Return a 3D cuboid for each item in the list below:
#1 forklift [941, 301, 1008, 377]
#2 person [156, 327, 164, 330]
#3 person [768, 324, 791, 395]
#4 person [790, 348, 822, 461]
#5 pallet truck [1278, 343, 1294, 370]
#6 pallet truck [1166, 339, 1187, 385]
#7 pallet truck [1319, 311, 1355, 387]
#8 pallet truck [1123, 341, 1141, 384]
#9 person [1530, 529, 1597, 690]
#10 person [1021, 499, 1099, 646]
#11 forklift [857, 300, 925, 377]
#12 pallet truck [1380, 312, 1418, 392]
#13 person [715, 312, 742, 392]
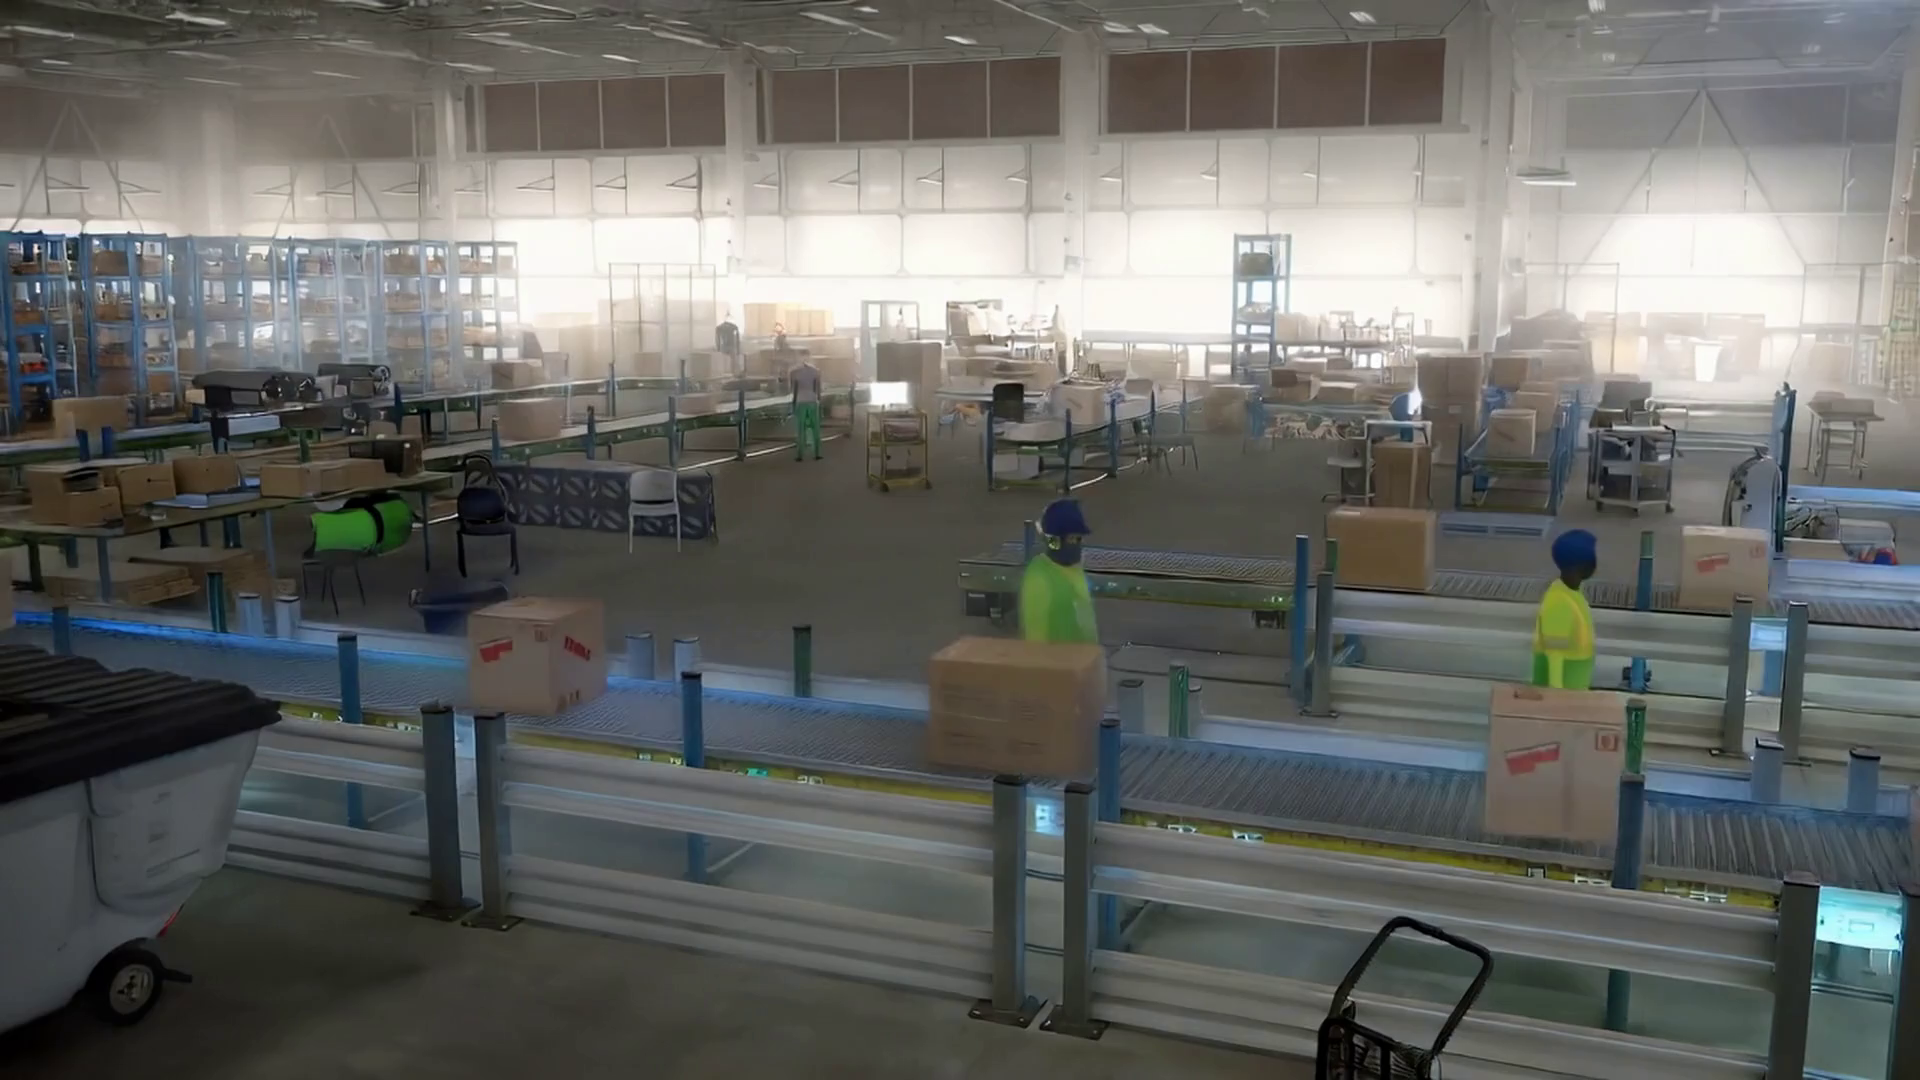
[{"bbox_3d":[0.365,-4.966,41.571,1.157,1.987,2.680,3,10,20],"label":"forklift"},{"bbox_3d":[-17.918,-4.023,37.309,0.571,1.830,0.411,-5,10,-26],"label":"person"},{"bbox_3d":[-3.869,-3.786,36.009,0.915,1.788,0.607,-6,11,-33],"label":"person"},{"bbox_3d":[-2.407,-2.114,25.950,0.522,1.761,0.327,-3,10,-19],"label":"person"},{"bbox_3d":[7.886,-4.163,39.743,0.653,1.274,1.630,4,10,22],"label":"pallet truck"},{"bbox_3d":[5.418,-4.269,40.420,0.704,1.261,1.522,3,10,20],"label":"pallet truck"},{"bbox_3d":[9.071,-4.419,39.190,0.823,1.965,1.885,5,10,26],"label":"pallet truck"},{"bbox_3d":[4.445,-4.380,41.279,0.680,1.201,1.601,4,10,22],"label":"pallet truck"},{"bbox_3d":[3.114,0.762,8.767,0.506,1.682,0.534,5,10,26],"label":"person"},{"bbox_3d":[0.481,0.663,8.965,0.660,1.811,0.601,4,10,21],"label":"person"},{"bbox_3d":[-1.732,-5.109,42.468,1.157,1.987,2.680,4,10,22],"label":"forklift"},{"bbox_3d":[10.207,-4.283,38.369,0.823,1.965,1.885,3,10,20],"label":"pallet truck"},{"bbox_3d":[-5.561,-4.535,40.155,0.651,1.913,0.410,3,10,19],"label":"person"}]
